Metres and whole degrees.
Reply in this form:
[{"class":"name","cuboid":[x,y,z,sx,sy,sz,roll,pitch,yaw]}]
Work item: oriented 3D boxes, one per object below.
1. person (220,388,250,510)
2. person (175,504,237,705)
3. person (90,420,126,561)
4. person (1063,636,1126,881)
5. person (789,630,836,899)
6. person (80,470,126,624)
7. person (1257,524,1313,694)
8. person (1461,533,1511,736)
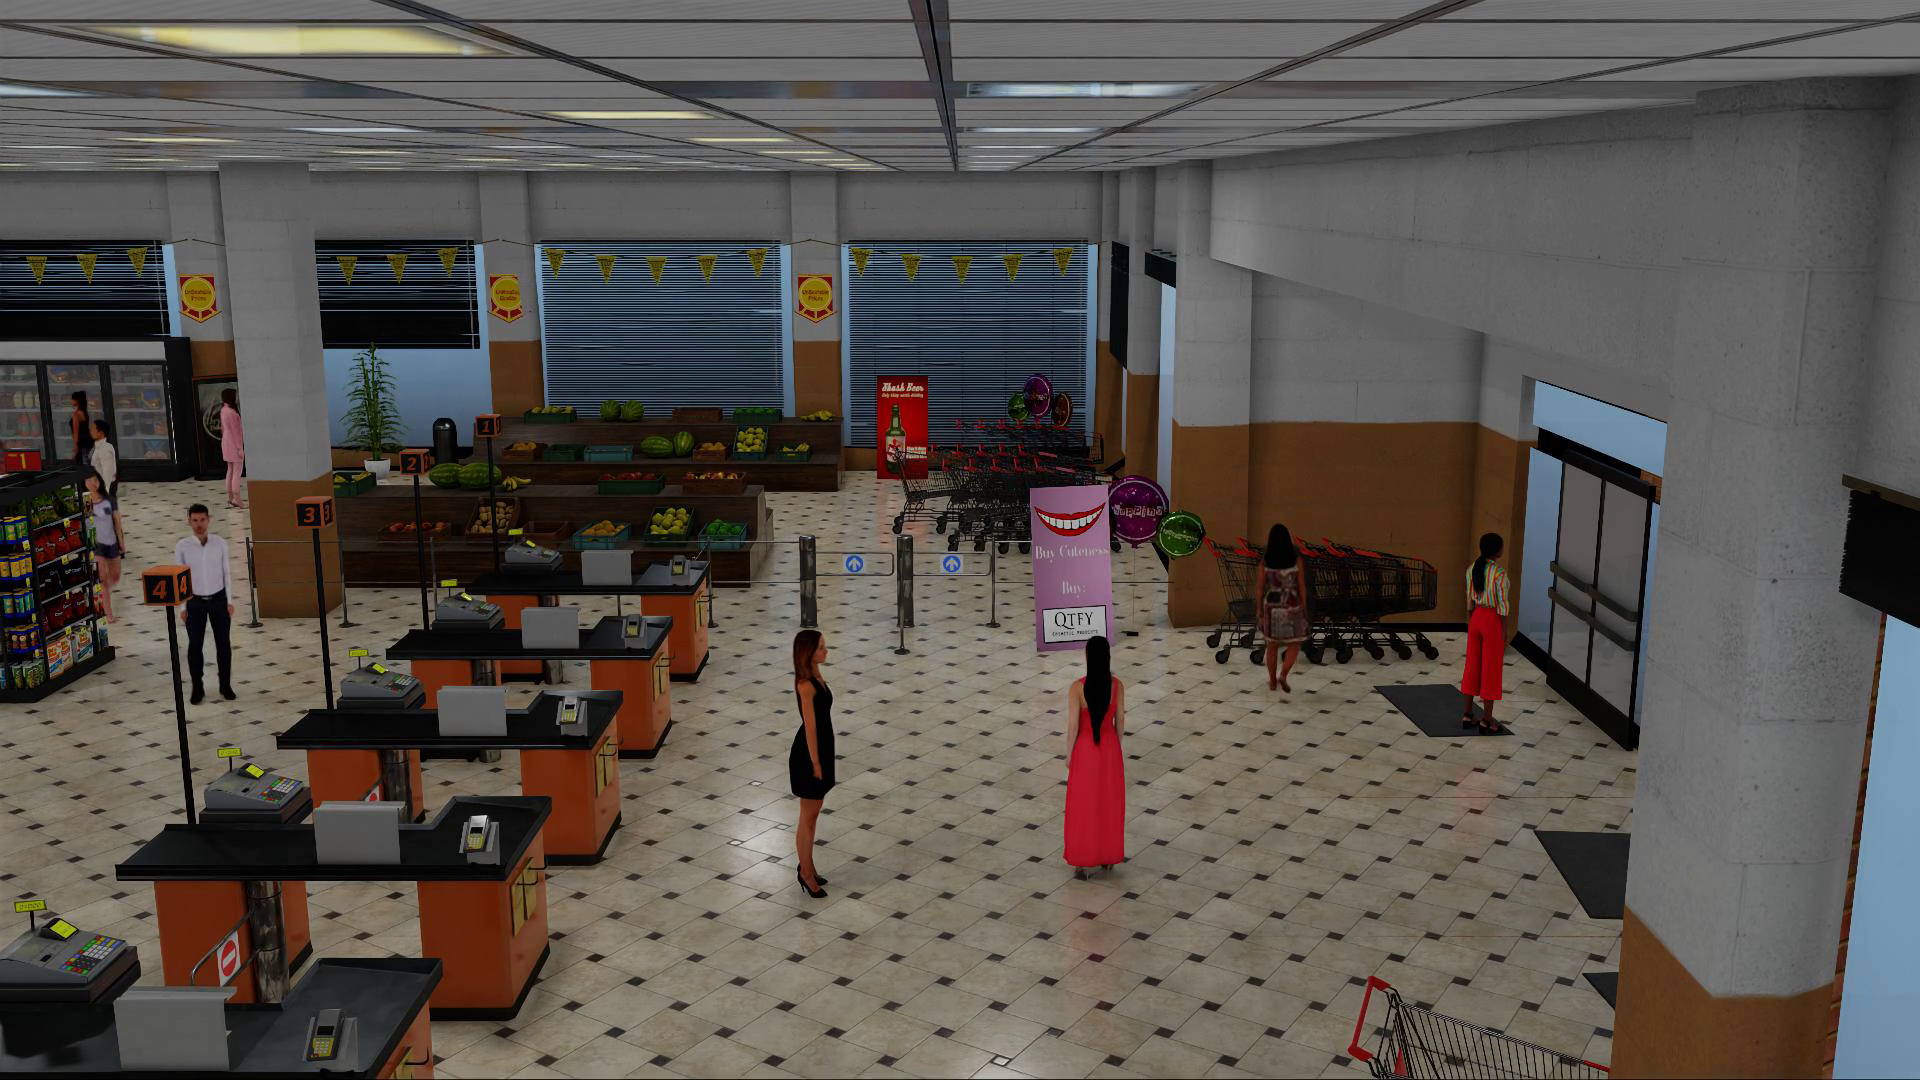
[{"class":"person","cuboid":[-10.898,-1.372,24.915,0.741,1.801,0.682,-12,17,-44]},{"class":"person","cuboid":[-7.042,0.568,15.541,0.665,1.869,0.772,-7,14,-28]},{"class":"person","cuboid":[-11.015,-0.653,21.475,0.743,1.813,0.742,-7,14,-30]},{"class":"person","cuboid":[0.940,1.495,11.480,0.604,1.727,0.739,-4,12,-17]},{"class":"person","cuboid":[-0.996,1.497,11.212,0.511,1.834,0.576,0,12,1]},{"class":"person","cuboid":[-9.530,0.051,18.452,1.042,1.681,1.079,-11,16,-41]},{"class":"person","cuboid":[3.021,0.670,15.626,0.892,1.634,0.902,4,13,18]},{"class":"person","cuboid":[4.606,0.812,14.562,0.702,1.793,0.677,-8,14,-33]}]
